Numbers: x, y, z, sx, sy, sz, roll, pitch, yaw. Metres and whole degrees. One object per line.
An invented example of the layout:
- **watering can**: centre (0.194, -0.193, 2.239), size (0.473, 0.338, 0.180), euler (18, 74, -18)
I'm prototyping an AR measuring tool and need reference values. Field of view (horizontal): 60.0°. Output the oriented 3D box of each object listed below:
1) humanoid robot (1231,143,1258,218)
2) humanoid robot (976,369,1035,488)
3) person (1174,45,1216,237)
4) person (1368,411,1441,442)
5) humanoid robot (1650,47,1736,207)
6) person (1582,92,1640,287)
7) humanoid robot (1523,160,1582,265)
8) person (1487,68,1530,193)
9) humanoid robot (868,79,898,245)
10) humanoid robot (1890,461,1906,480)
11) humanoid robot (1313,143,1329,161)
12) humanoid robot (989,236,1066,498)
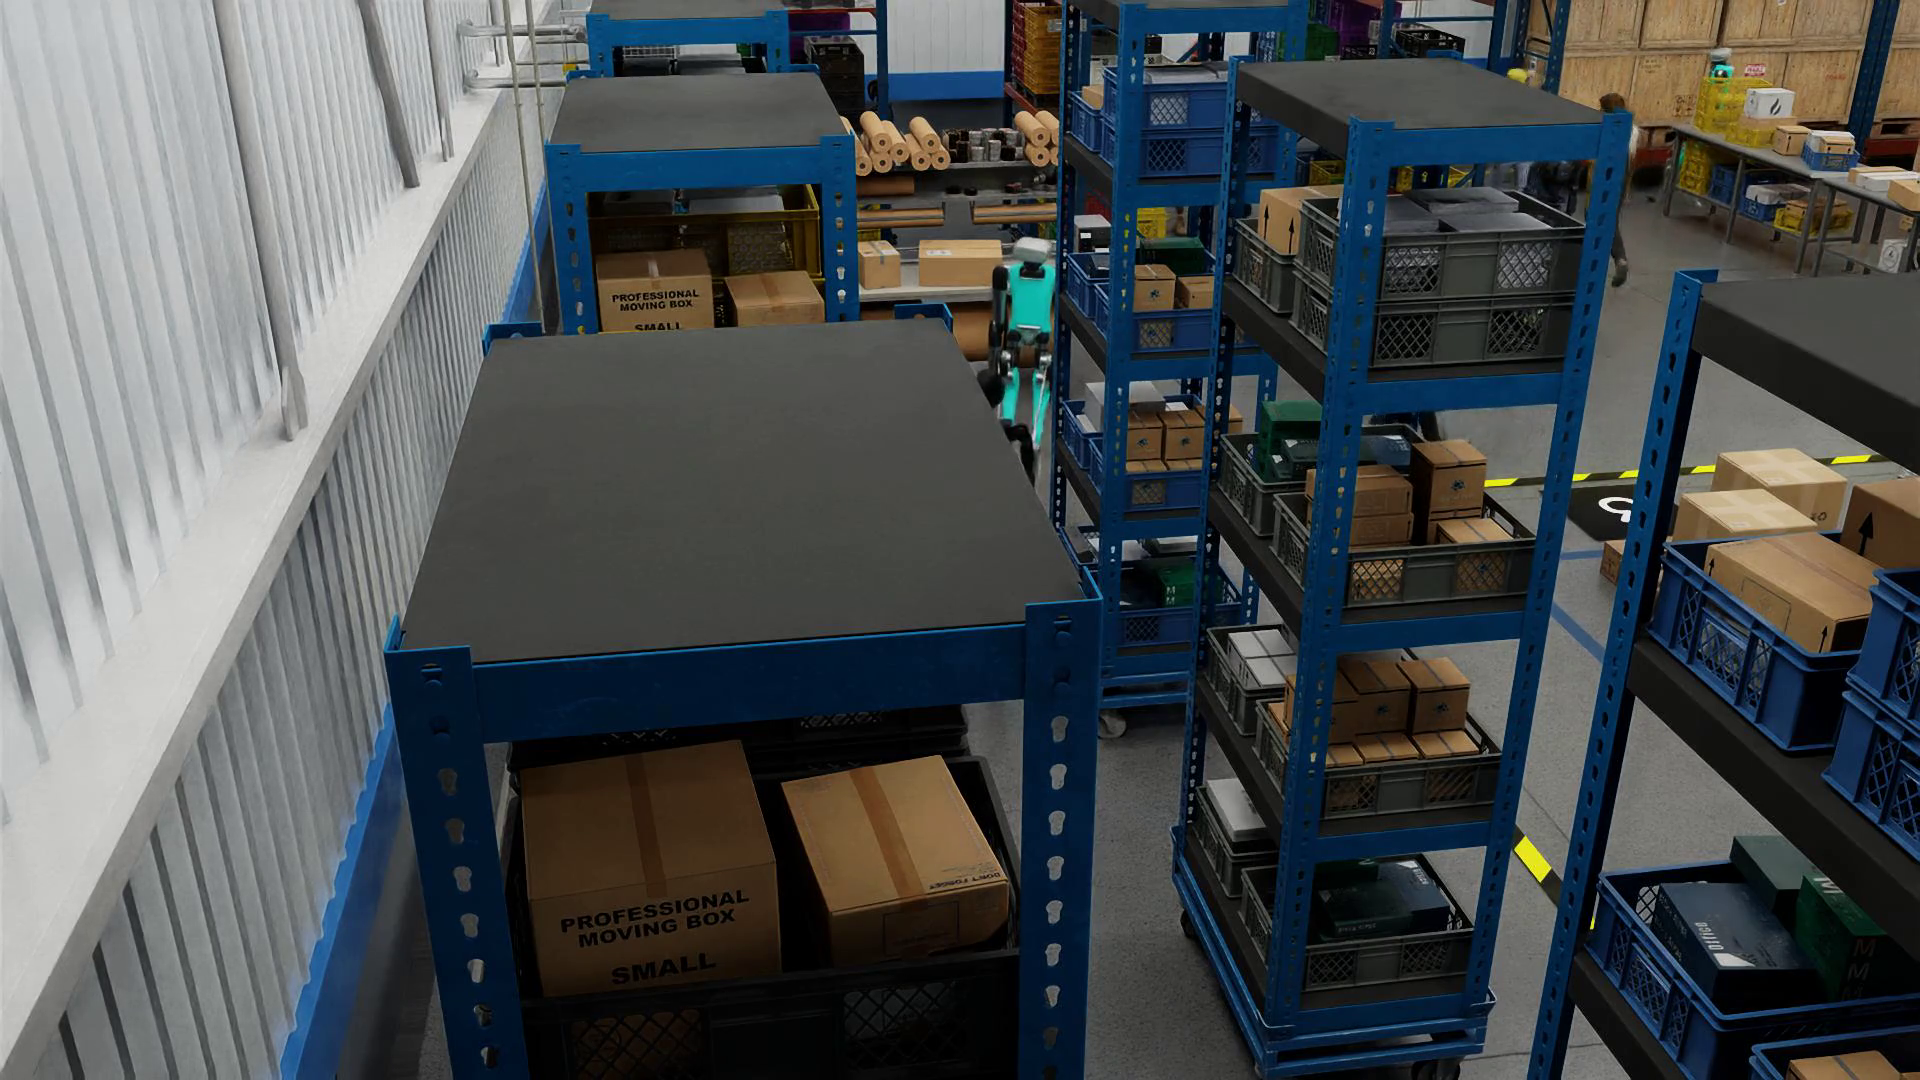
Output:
- **humanoid robot**: centre (2.940, -3.886, 17.074), size (0.589, 1.647, 0.538), euler (-2, 25, -5)
- **humanoid robot**: centre (0.106, -0.130, 8.898), size (0.600, 1.644, 0.516), euler (5, 25, 10)
- **person**: centre (2.481, -4.157, 17.228), size (0.610, 2.036, 0.402), euler (-9, 26, -18)
- **person**: centre (2.996, -1.323, 11.342), size (0.979, 1.796, 0.595), euler (-5, 25, -10)
- **humanoid robot**: centre (8.079, -4.552, 18.540), size (0.800, 1.856, 0.562), euler (13, 28, 26)
- **person**: centre (6.029, -3.224, 15.448), size (0.533, 1.821, 0.652), euler (-4, 25, -9)
- **humanoid robot**: centre (5.279, -2.977, 15.140), size (0.607, 1.628, 0.756), euler (-7, 26, -15)
- **person**: centre (5.683, -3.972, 17.162), size (0.571, 1.730, 0.706), euler (-9, 26, -19)
- **humanoid robot**: centre (-0.802, -3.861, 16.988), size (0.315, 1.657, 0.599), euler (1, 25, 3)
- **humanoid robot**: centre (6.401, -1.069, 10.881), size (0.814, 1.801, 0.541), euler (-12, 27, -23)
- **humanoid robot**: centre (4.030, -4.460, 18.333), size (0.559, 1.637, 0.609), euler (0, 25, 1)
- **humanoid robot**: centre (0.415, -0.956, 10.713), size (0.546, 1.860, 0.857), euler (3, 25, 7)
